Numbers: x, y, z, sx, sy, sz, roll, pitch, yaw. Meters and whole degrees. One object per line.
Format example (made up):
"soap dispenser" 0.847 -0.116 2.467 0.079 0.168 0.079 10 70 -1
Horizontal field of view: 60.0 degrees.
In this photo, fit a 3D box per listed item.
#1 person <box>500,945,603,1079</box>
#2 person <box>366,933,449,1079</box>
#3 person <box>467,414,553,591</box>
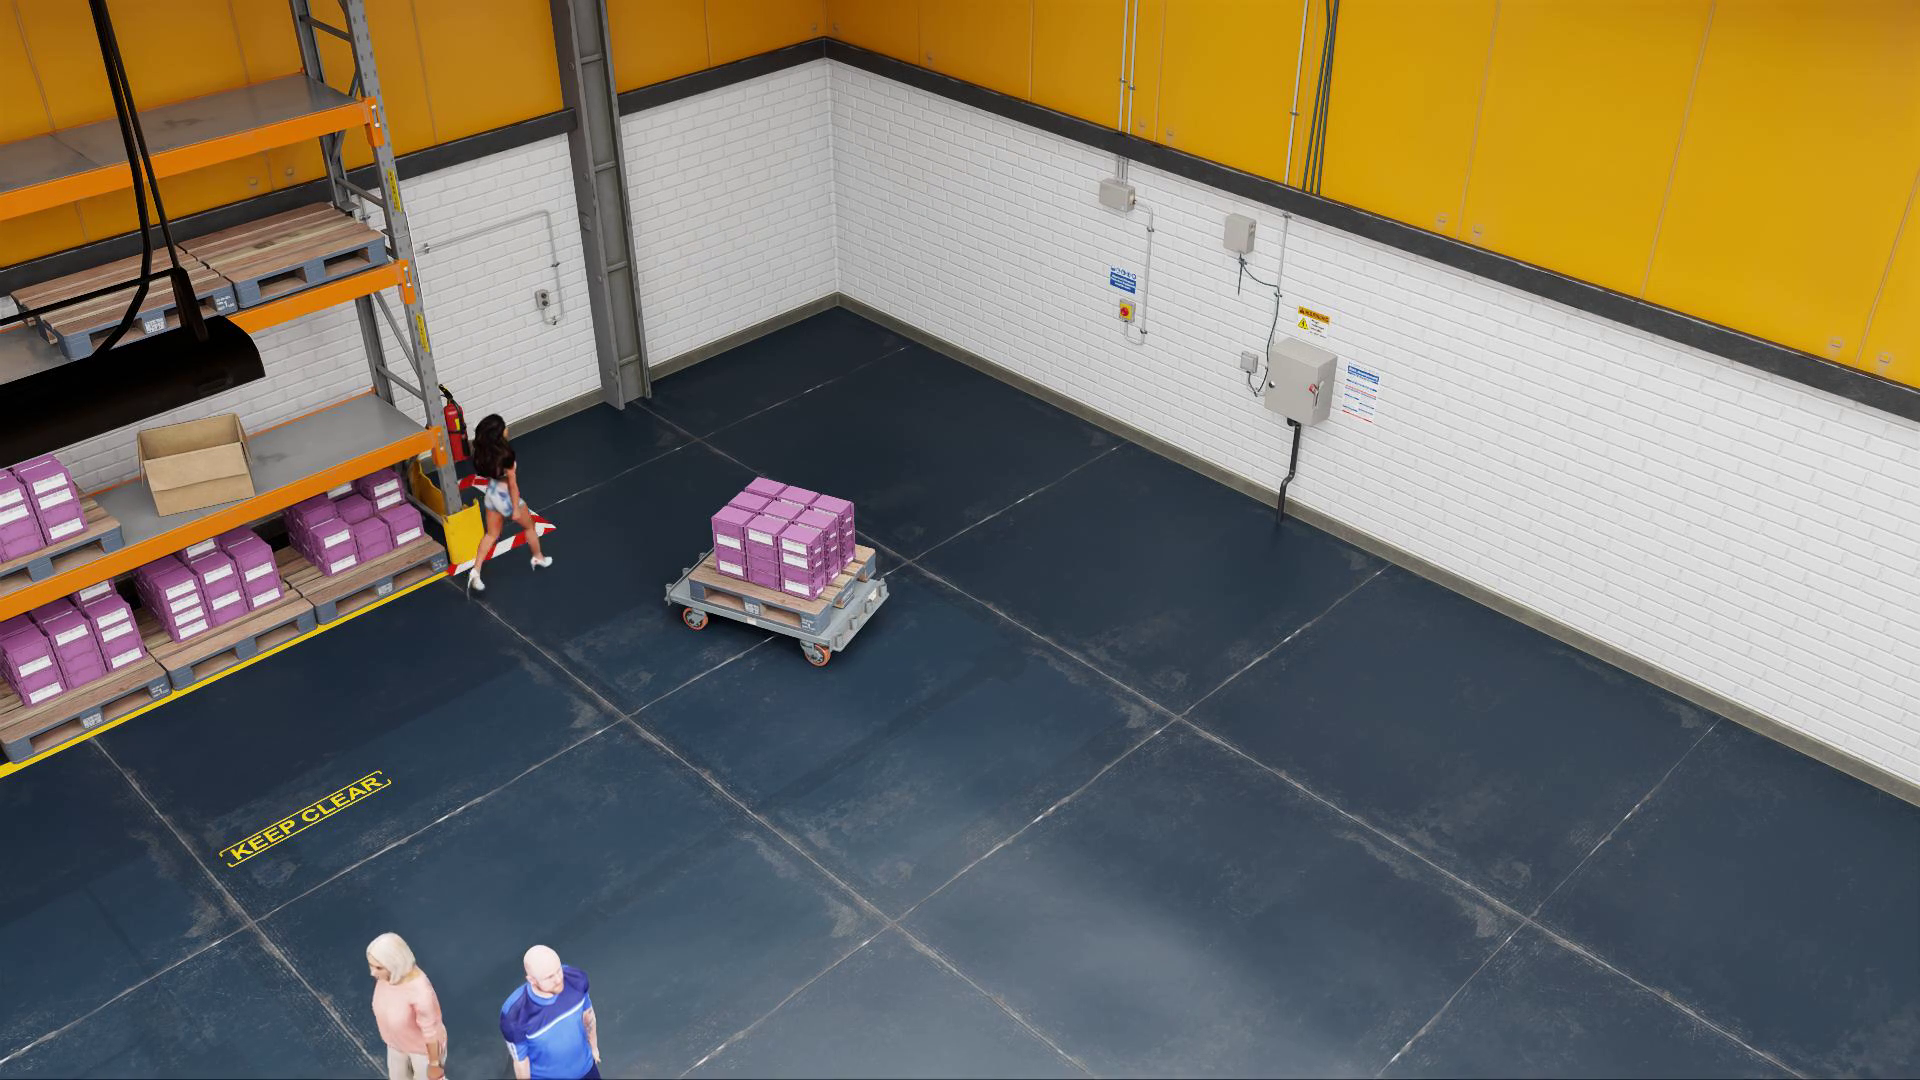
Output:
"person" -2.159 2.829 8.907 0.726 1.839 0.492 27 42 35
"person" -2.941 2.710 9.198 0.668 1.715 0.679 20 39 28
"person" -3.852 -0.272 13.797 0.624 1.590 1.055 24 41 32
